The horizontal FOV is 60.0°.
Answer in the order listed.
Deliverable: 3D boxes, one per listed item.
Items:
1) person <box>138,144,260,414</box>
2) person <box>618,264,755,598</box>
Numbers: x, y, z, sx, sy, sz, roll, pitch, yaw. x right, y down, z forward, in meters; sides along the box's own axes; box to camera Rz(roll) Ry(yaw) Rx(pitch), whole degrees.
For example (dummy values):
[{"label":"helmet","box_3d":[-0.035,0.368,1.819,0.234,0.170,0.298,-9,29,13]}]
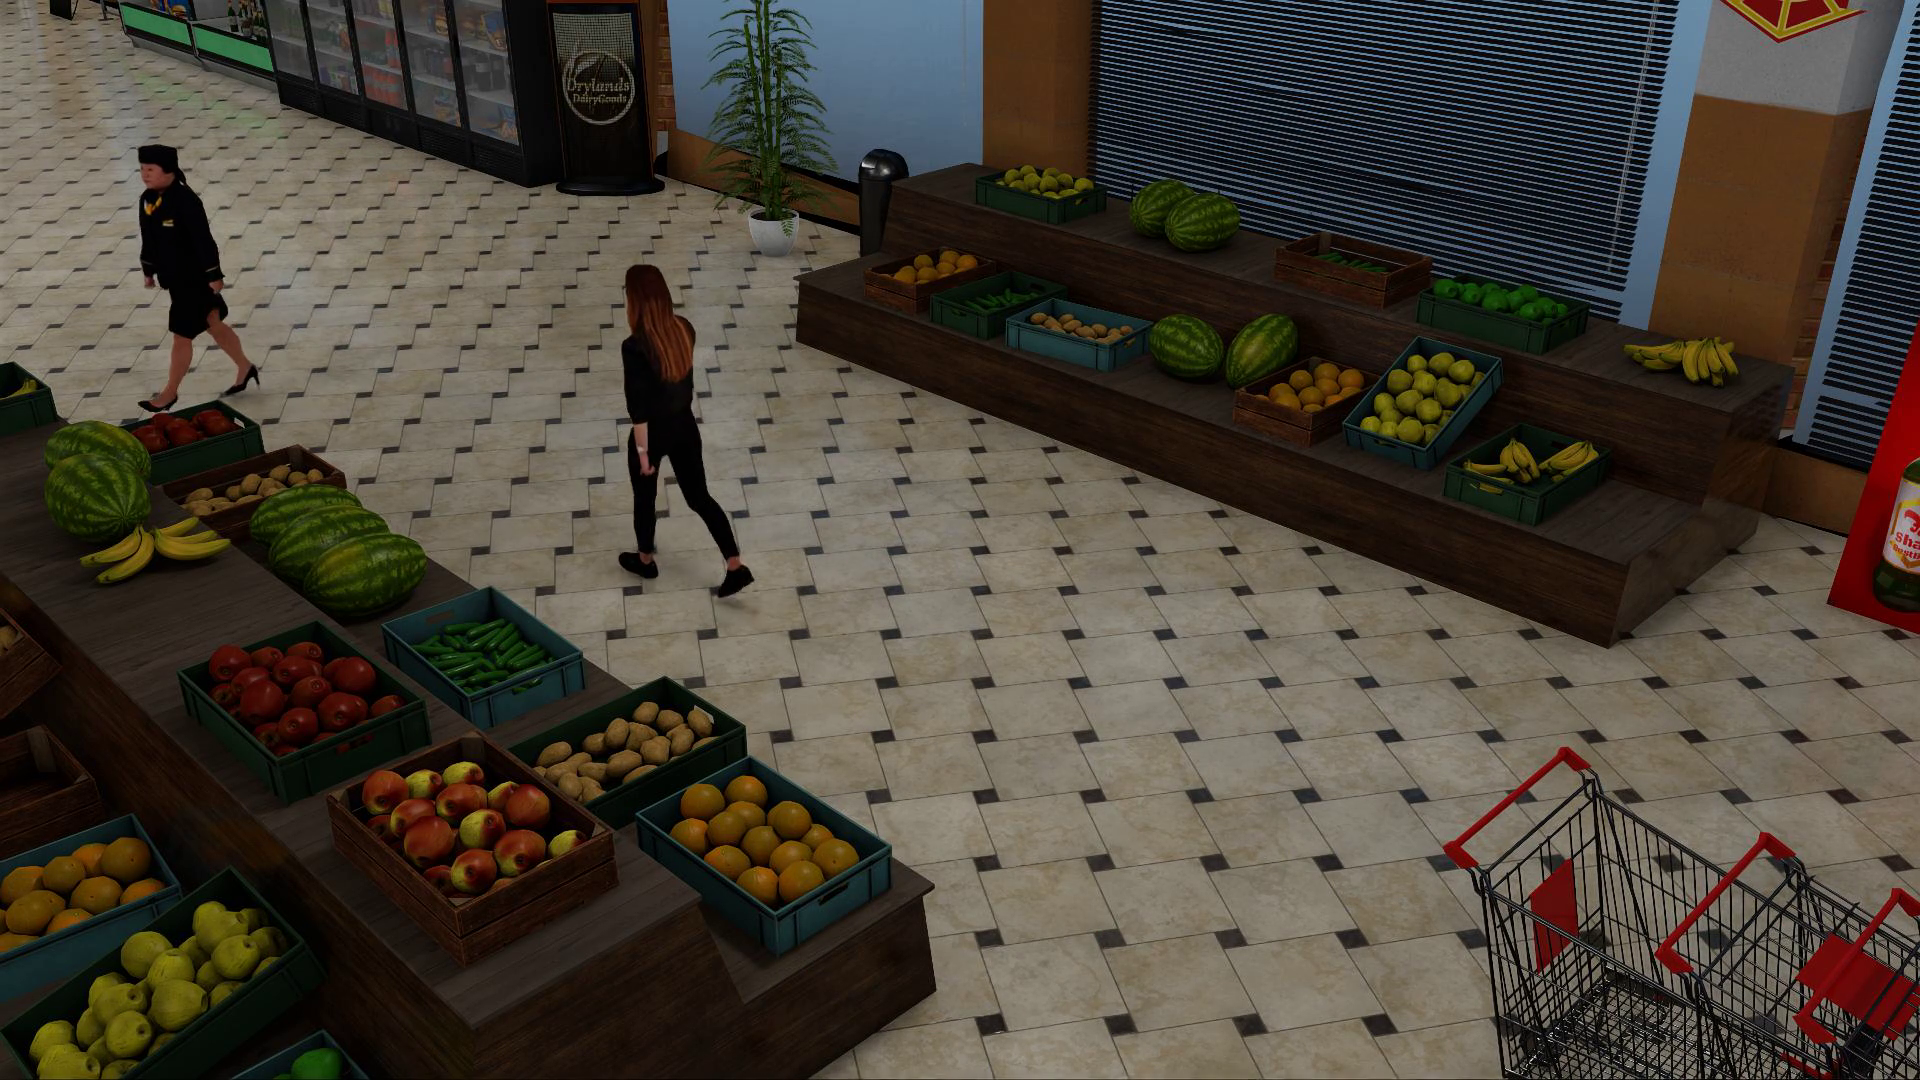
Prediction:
[{"label":"person","box_3d":[-4.715,-1.617,10.333,1.049,1.626,0.878,18,32,32]},{"label":"person","box_3d":[-1.353,-0.486,8.039,1.101,1.685,0.614,23,35,38]}]
